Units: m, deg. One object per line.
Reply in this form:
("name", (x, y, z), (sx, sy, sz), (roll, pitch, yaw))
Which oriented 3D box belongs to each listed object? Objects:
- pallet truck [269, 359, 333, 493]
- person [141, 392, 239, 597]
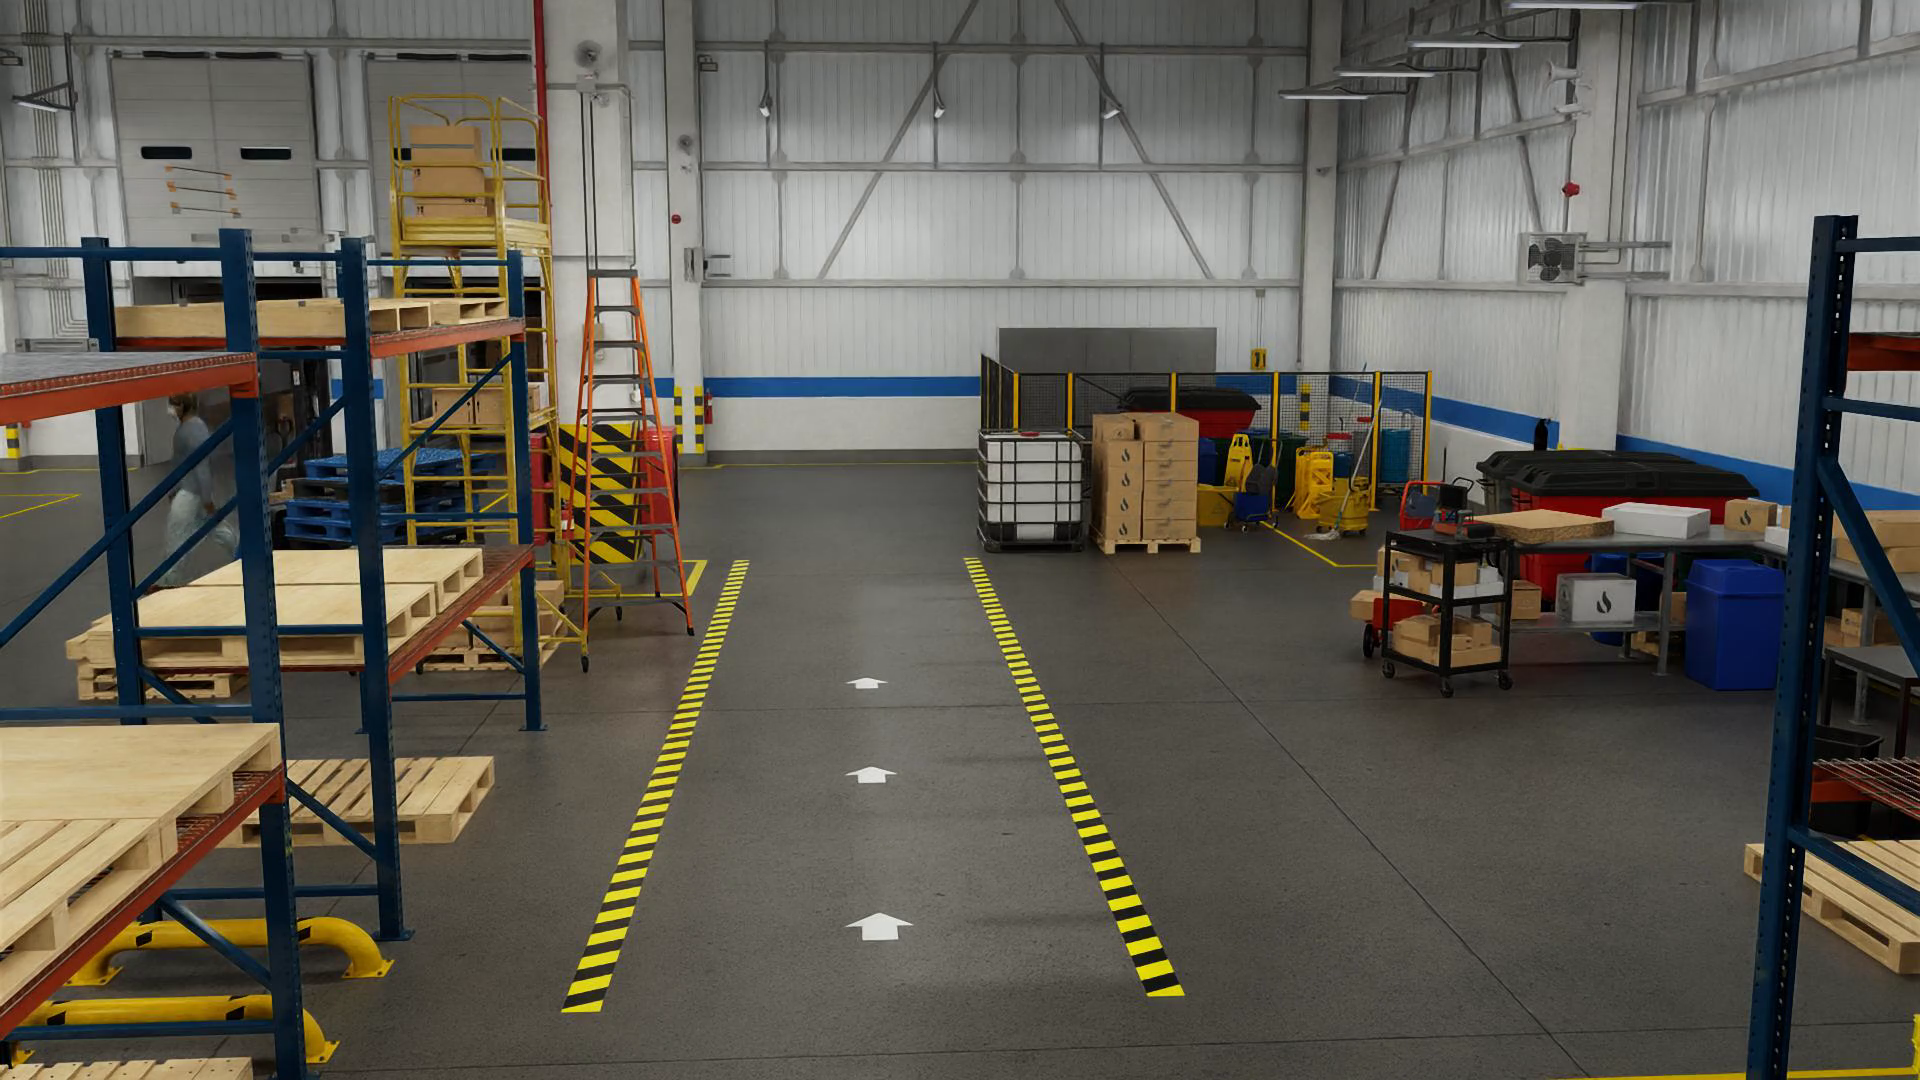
("pallet truck", (-7.062, -1.131, 18.996), (1.885, 1.965, 0.823), (2, 9, 13))
("person", (-6.905, -0.449, 15.078), (1.022, 1.896, 0.635), (-4, 10, -25))
